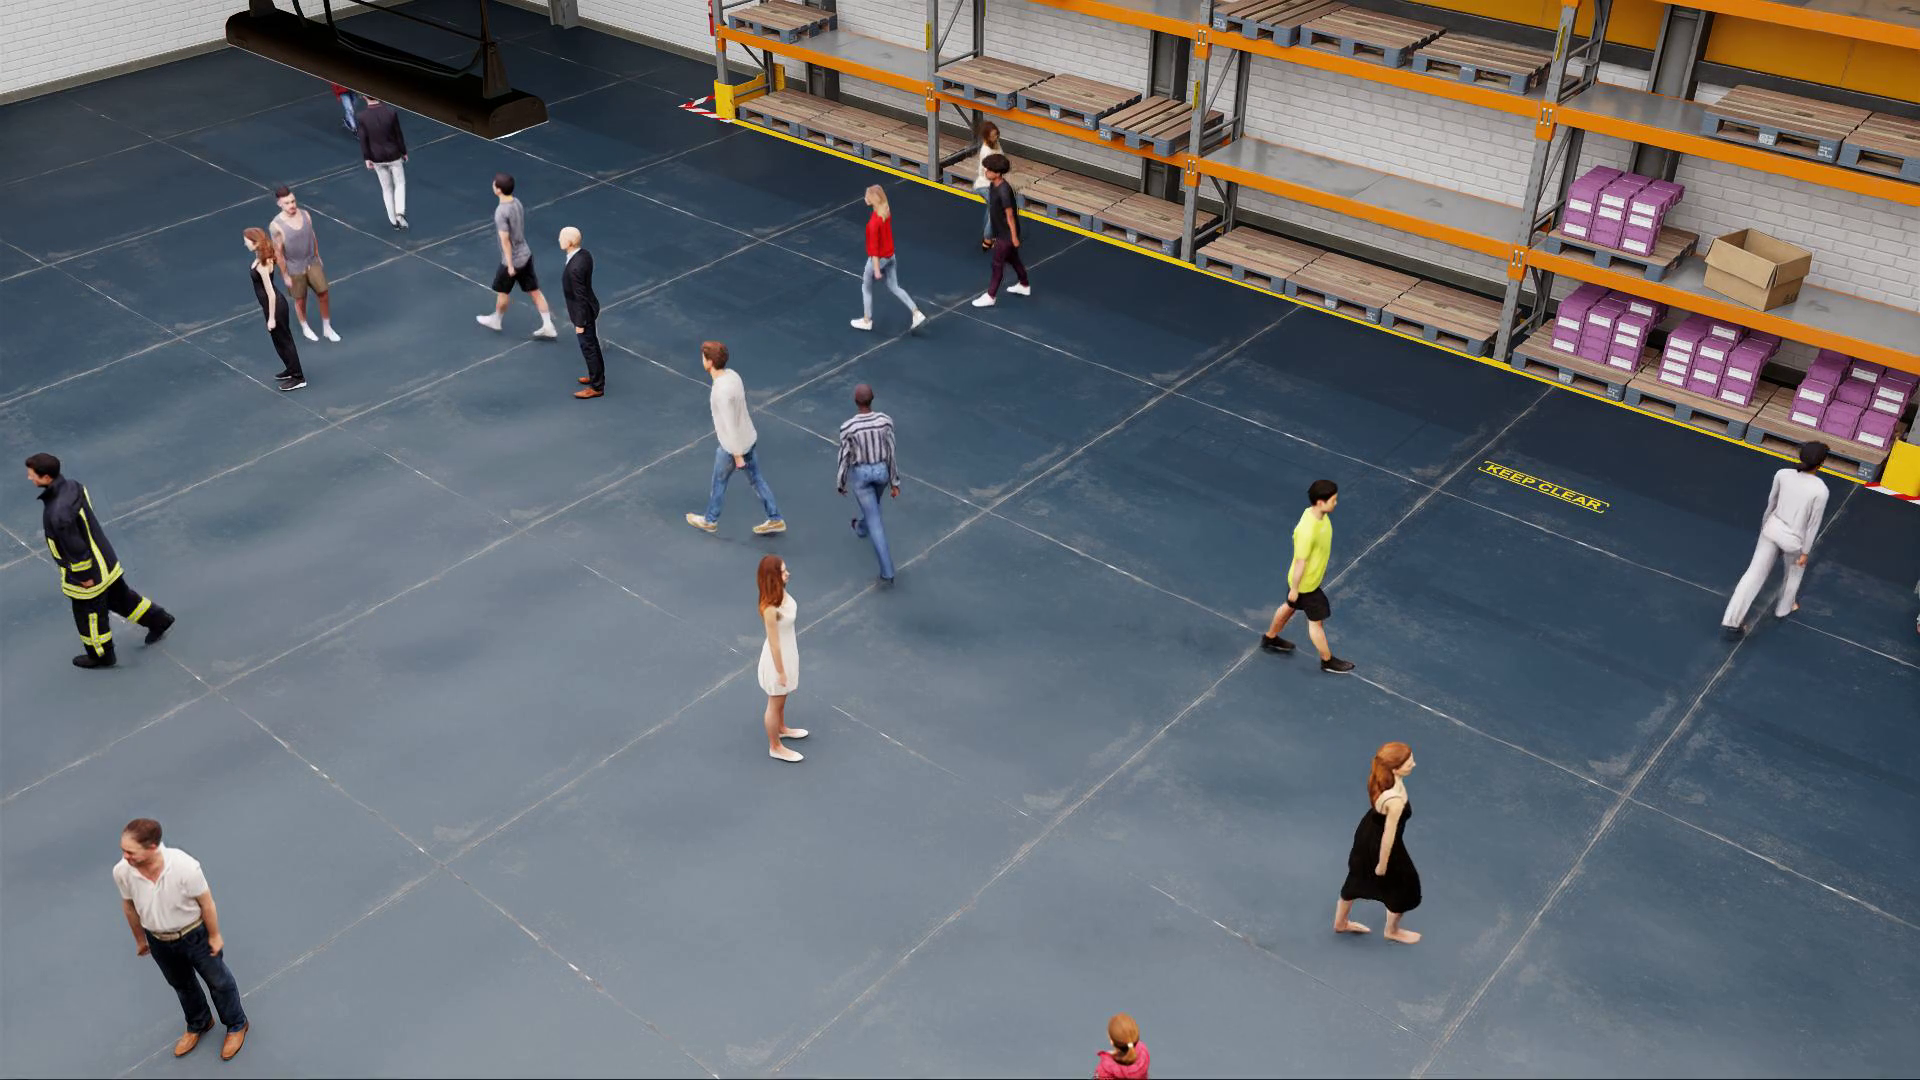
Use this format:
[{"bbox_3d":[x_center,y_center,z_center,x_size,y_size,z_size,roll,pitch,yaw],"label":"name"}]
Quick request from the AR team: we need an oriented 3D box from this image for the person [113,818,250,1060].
[{"bbox_3d":[-4.560,2.296,9.758,0.707,1.851,0.808,2,34,4],"label":"person"}]

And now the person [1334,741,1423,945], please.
[{"bbox_3d":[2.572,1.922,10.542,0.898,1.607,0.828,-1,34,-2],"label":"person"}]

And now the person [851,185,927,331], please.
[{"bbox_3d":[-0.769,-2.984,17.859,1.160,1.677,0.835,13,36,19],"label":"person"}]

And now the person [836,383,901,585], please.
[{"bbox_3d":[-0.714,-0.417,13.951,1.006,1.729,1.320,-14,36,-20],"label":"person"}]

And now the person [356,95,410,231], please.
[{"bbox_3d":[-6.957,-4.600,20.153,0.881,1.830,0.959,-10,35,-15],"label":"person"}]

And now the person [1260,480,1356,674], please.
[{"bbox_3d":[2.639,0.263,12.981,1.106,1.670,0.885,11,35,16],"label":"person"}]

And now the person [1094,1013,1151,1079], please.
[{"bbox_3d":[0.873,3.080,9.062,0.566,1.315,0.574,-19,38,-27],"label":"person"}]

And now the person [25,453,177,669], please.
[{"bbox_3d":[-6.750,0.127,12.965,1.155,1.914,1.138,-10,35,-15],"label":"person"}]

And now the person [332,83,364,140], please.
[{"bbox_3d":[-8.567,-6.263,23.188,0.816,1.240,0.499,24,41,32],"label":"person"}]

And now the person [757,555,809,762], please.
[{"bbox_3d":[-1.321,0.835,12.082,0.685,1.712,0.648,3,34,4],"label":"person"}]

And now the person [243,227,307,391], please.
[{"bbox_3d":[-6.948,-2.365,16.867,0.717,1.745,0.589,-15,36,-21],"label":"person"}]

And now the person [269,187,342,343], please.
[{"bbox_3d":[-7.104,-2.964,17.831,0.739,1.820,0.705,29,43,36],"label":"person"}]

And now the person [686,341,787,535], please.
[{"bbox_3d":[-1.849,-0.816,14.449,1.245,1.841,1.069,1,34,2],"label":"person"}]

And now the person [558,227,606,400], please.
[{"bbox_3d":[-3.789,-2.301,16.721,0.817,1.799,0.763,-2,34,-3],"label":"person"}]

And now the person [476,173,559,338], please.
[{"bbox_3d":[-4.638,-2.977,17.713,1.278,1.826,0.983,10,35,14],"label":"person"}]

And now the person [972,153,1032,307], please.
[{"bbox_3d":[0.564,-3.456,18.517,1.037,1.734,1.027,-7,34,-10],"label":"person"}]

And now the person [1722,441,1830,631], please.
[{"bbox_3d":[6.566,0.011,13.327,0.919,1.707,1.149,-21,39,-28],"label":"person"}]

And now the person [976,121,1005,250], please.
[{"bbox_3d":[0.309,-4.173,19.681,0.780,1.641,0.765,-1,34,-1],"label":"person"}]
